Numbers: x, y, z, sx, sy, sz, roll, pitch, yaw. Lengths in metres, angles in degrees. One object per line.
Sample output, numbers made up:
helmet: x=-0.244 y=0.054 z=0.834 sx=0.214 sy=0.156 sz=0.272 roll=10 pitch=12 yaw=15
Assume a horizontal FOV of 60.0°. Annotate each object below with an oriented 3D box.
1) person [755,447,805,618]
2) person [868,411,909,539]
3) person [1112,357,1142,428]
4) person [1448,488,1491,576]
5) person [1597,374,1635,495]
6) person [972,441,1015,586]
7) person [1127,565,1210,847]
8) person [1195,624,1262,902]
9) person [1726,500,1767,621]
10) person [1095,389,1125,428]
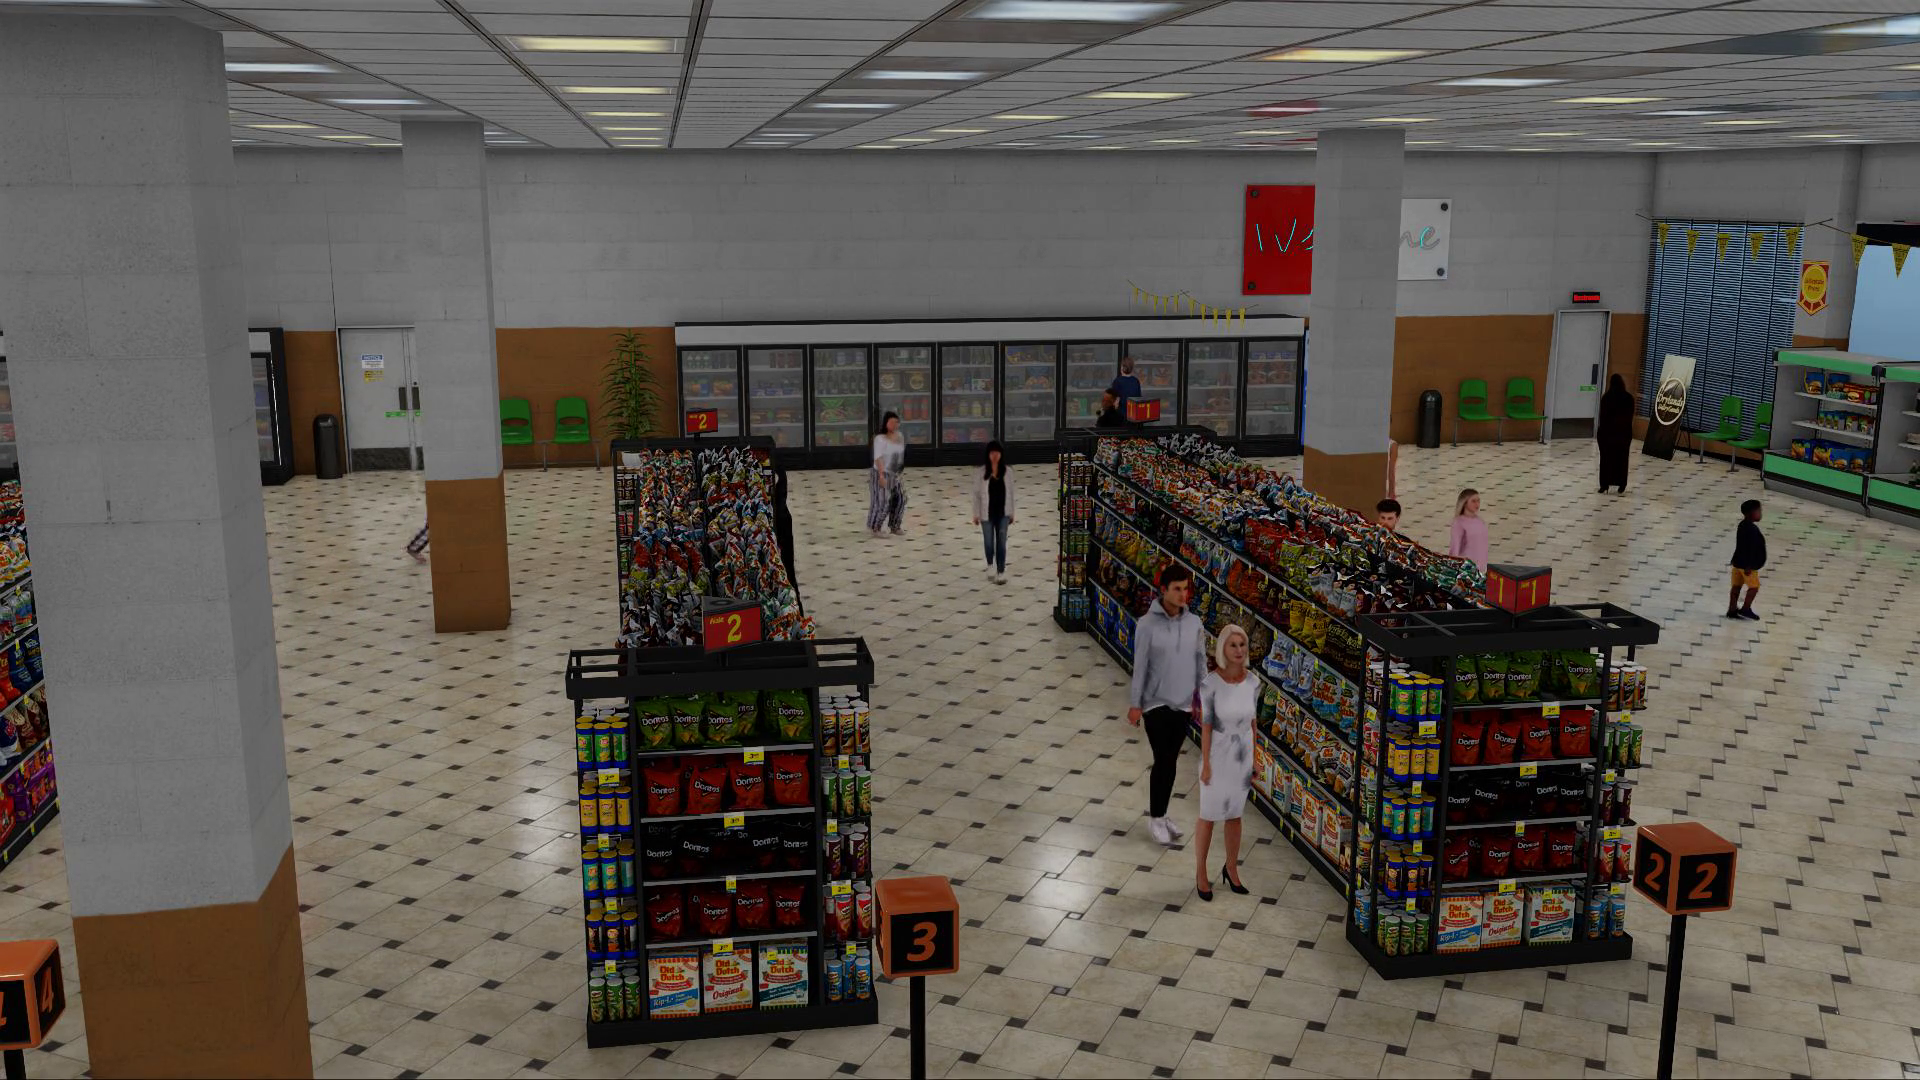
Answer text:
person: x=-1.827 y=-0.089 z=17.013 sx=1.017 sy=1.885 sz=0.876 roll=3 pitch=12 yaw=13
person: x=-0.950 y=-0.823 z=21.097 sx=0.957 sy=1.638 sz=0.893 roll=8 pitch=14 yaw=32
person: x=2.544 y=-1.860 z=25.453 sx=0.716 sy=1.871 sz=0.641 roll=-5 pitch=13 yaw=-24
person: x=4.647 y=0.344 z=15.474 sx=0.838 sy=1.671 sz=1.034 roll=-8 pitch=14 yaw=-33
person: x=9.566 y=-1.549 z=24.258 sx=0.682 sy=1.756 sz=0.629 roll=-1 pitch=12 yaw=-4
person: x=0.375 y=-0.303 z=18.738 sx=0.698 sy=1.592 sz=1.072 roll=-1 pitch=12 yaw=-5
person: x=1.365 y=1.087 z=11.352 sx=0.798 sy=1.916 sz=0.785 roll=-5 pitch=13 yaw=-24
person: x=1.661 y=1.372 z=10.397 sx=0.606 sy=1.751 sz=0.568 roll=-4 pitch=13 yaw=-20
person: x=8.023 y=0.206 z=17.122 sx=0.596 sy=1.263 sz=0.487 roll=-1 pitch=12 yaw=-2
person: x=1.975 y=-1.028 z=21.517 sx=0.924 sy=1.866 sz=0.717 roll=-2 pitch=12 yaw=-7
